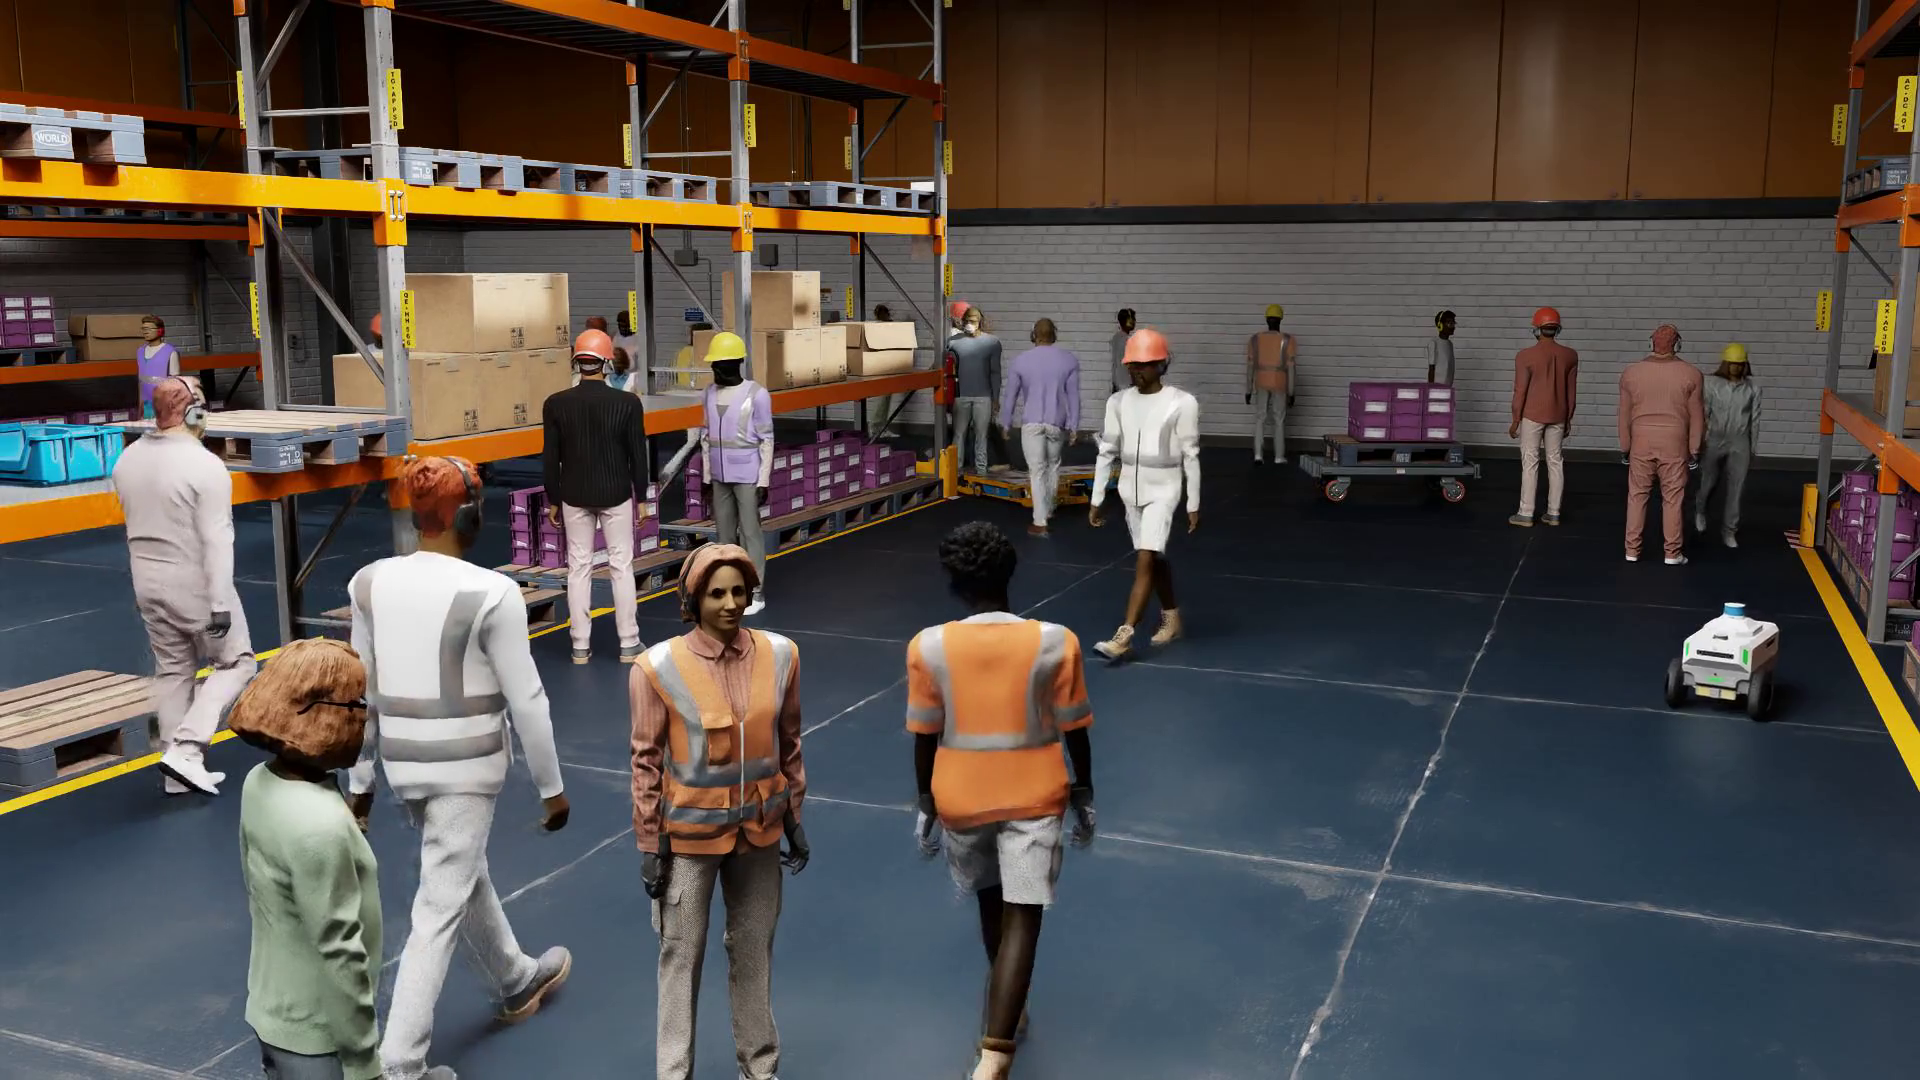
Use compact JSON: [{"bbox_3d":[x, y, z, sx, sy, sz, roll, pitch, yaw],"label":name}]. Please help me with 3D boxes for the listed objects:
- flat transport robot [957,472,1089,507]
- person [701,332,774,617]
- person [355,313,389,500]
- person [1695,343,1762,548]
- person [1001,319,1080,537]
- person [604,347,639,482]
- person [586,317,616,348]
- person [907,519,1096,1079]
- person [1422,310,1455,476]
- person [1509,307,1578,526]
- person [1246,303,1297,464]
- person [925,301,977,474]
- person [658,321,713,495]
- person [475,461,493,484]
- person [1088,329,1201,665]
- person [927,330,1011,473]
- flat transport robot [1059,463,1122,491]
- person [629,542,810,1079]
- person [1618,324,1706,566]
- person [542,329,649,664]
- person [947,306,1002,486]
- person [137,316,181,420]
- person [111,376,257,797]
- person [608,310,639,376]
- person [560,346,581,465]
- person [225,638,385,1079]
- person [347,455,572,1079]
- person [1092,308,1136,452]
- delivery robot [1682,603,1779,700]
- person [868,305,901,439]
[{"bbox_3d":[0.619,-0.525,16.775,0.652,0.197,1.431,-6,11,-31],"label":"flat transport robot"},{"bbox_3d":[-1.528,-0.443,11.280,0.589,1.924,0.384,6,11,33],"label":"person"},{"bbox_3d":[-5.767,-1.309,16.605,0.583,1.886,0.851,-2,10,-10],"label":"person"},{"bbox_3d":[6.531,-0.819,14.166,0.488,1.729,0.578,2,10,12],"label":"person"},{"bbox_3d":[0.708,-1.008,14.778,0.660,1.887,0.926,-1,9,-9],"label":"person"},{"bbox_3d":[-3.174,-0.986,15.491,0.508,1.612,0.582,0,9,0],"label":"person"},{"bbox_3d":[-3.737,-1.418,17.430,0.586,1.851,0.936,5,11,28],"label":"person"},{"bbox_3d":[0.105,0.767,4.794,0.547,1.649,0.853,2,10,11],"label":"person"},{"bbox_3d":[5.407,-1.634,18.658,0.329,1.872,0.508,8,12,39],"label":"person"},{"bbox_3d":[5.297,-1.115,15.136,0.614,1.994,0.381,-2,10,-10],"label":"person"},{"bbox_3d":[3.716,-1.847,19.823,0.587,1.937,0.393,4,10,24],"label":"person"},{"bbox_3d":[-0.059,-1.711,18.793,0.512,1.973,0.628,-1,9,-7],"label":"person"},{"bbox_3d":[-2.772,-1.341,17.105,0.848,1.810,0.627,-7,12,-35],"label":"person"},{"bbox_3d":[-5.238,-1.526,17.926,0.542,1.907,0.798,-8,12,-40],"label":"person"},{"bbox_3d":[1.099,-0.270,10.045,0.636,1.983,1.066,7,12,38],"label":"person"},{"bbox_3d":[0.125,-1.649,19.021,1.009,1.779,0.500,1,9,5],"label":"person"},{"bbox_3d":[1.358,-0.651,17.536,1.431,0.197,0.652,-6,11,-31],"label":"flat transport robot"},{"bbox_3d":[-0.649,0.813,4.525,0.515,1.641,0.309,-7,11,-35],"label":"person"},{"bbox_3d":[5.544,-0.747,13.163,0.643,1.913,0.410,6,11,33],"label":"person"},{"bbox_3d":[-2.160,-0.253,9.911,0.613,1.994,0.395,-1,9,-3],"label":"person"},{"bbox_3d":[0.136,-1.518,17.759,0.629,1.936,0.371,-1,9,-6],"label":"person"},{"bbox_3d":[-8.348,-1.411,17.367,0.570,1.849,0.384,4,10,24],"label":"person"},{"bbox_3d":[-3.416,0.223,7.358,0.651,1.893,0.443,4,10,22],"label":"person"},{"bbox_3d":[-4.008,-1.850,20.082,0.651,1.829,0.441,3,10,16],"label":"person"},{"bbox_3d":[-3.574,-0.977,15.378,0.521,1.640,0.306,5,11,30],"label":"person"},{"bbox_3d":[-1.299,1.002,3.400,0.280,1.633,0.498,-7,12,-37],"label":"person"},{"bbox_3d":[-1.448,0.667,4.845,0.603,1.833,0.986,4,10,25],"label":"person"},{"bbox_3d":[1.987,-1.929,20.504,0.709,1.848,0.537,-3,10,-18],"label":"person"},{"bbox_3d":[4.145,0.580,8.934,0.477,0.478,0.707,7,12,37],"label":"delivery robot"},{"bbox_3d":[-1.069,-2.287,22.751,0.372,1.838,0.651,4,10,22],"label":"person"}]
